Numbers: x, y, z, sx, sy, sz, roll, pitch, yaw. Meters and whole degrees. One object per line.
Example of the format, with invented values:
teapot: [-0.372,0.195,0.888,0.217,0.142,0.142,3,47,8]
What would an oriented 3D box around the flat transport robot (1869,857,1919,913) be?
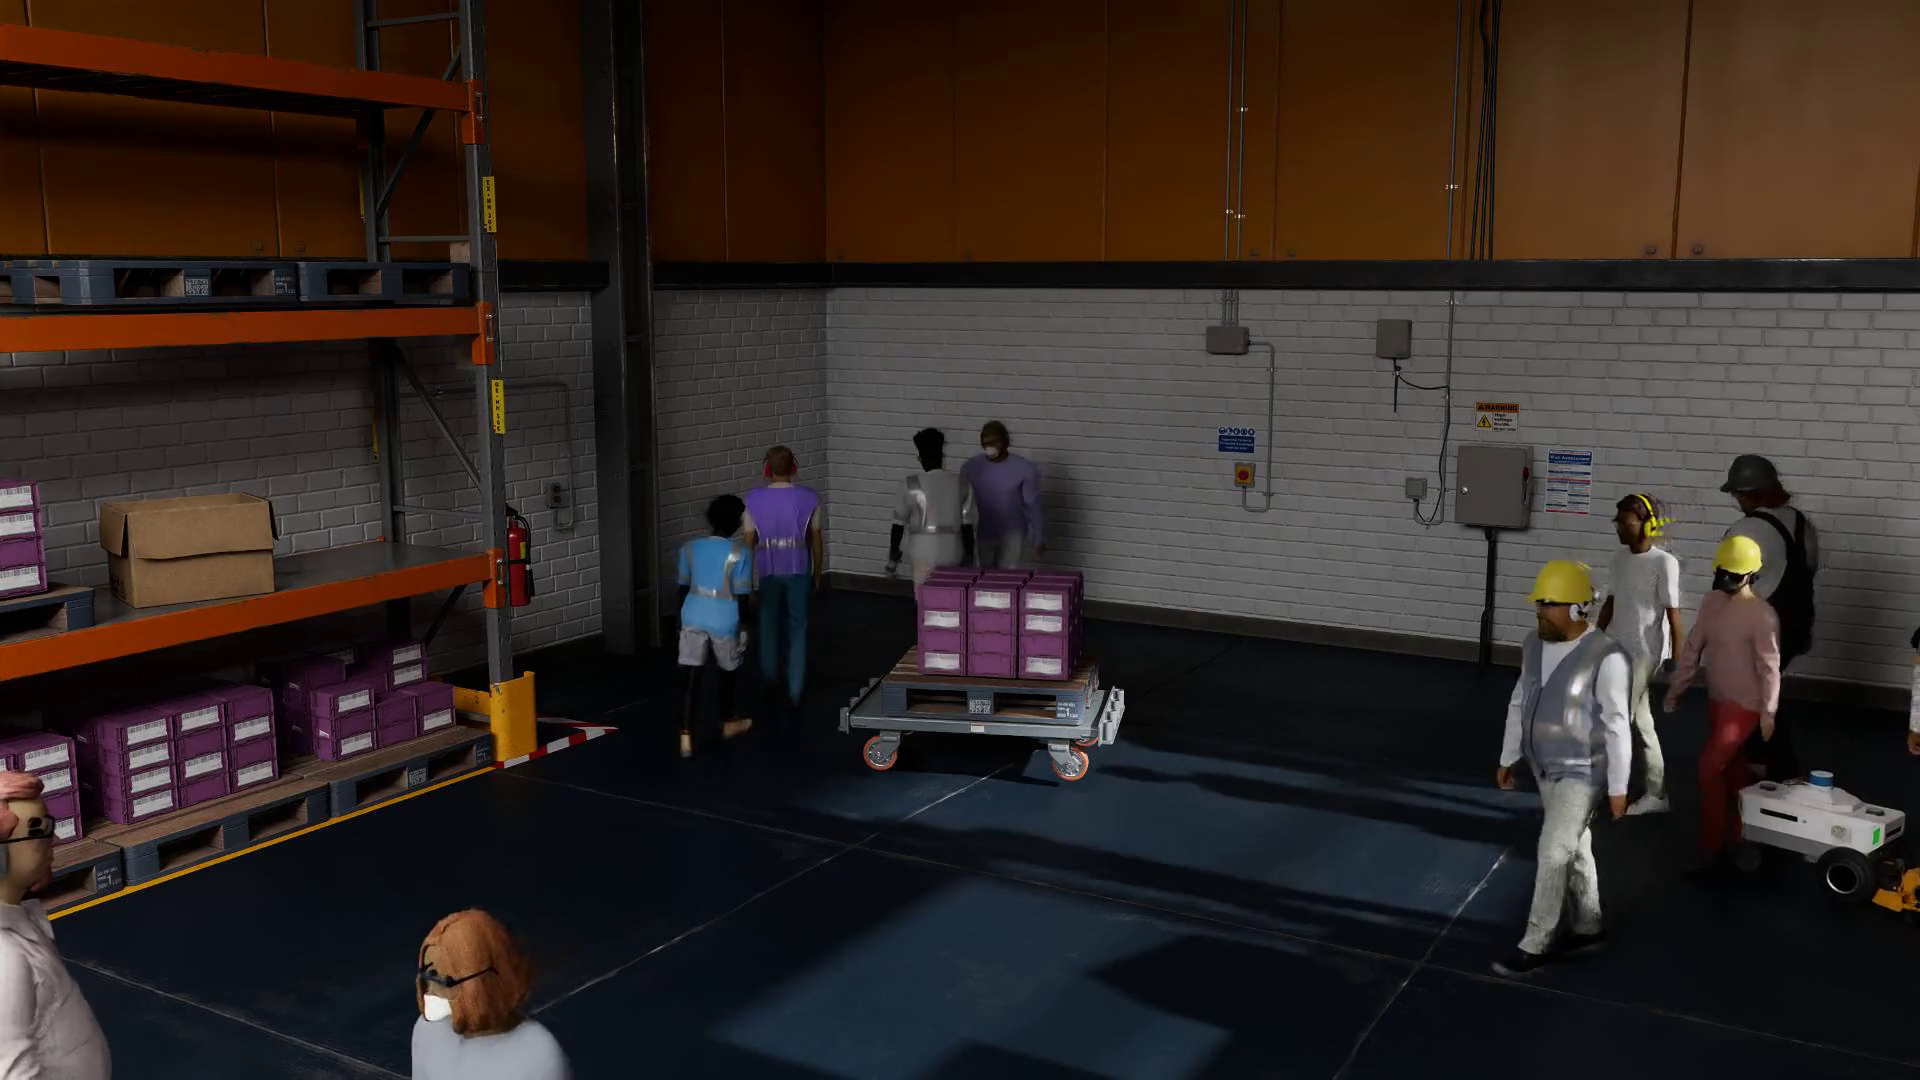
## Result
flat transport robot: [4.925,1.705,7.484,0.652,0.197,1.431,-4,10,-25]

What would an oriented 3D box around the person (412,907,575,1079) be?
person: [-1.136,1.632,3.816,0.534,1.590,0.842,7,11,37]

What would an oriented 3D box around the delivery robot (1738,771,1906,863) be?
delivery robot: [4.267,1.392,8.267,0.477,0.478,0.707,-7,12,-39]

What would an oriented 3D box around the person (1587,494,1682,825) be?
person: [3.608,0.665,9.142,0.934,1.826,0.532,-2,9,-11]

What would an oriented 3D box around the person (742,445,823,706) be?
person: [-1.247,0.248,11.753,0.562,1.826,0.585,-1,9,-5]

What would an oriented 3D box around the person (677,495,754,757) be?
person: [-1.570,0.535,10.533,0.589,1.640,0.853,3,10,18]

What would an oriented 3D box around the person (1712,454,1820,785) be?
person: [4.749,0.473,9.670,0.700,2.000,0.850,-4,10,-25]

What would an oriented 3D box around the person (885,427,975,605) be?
person: [-0.162,0.138,12.216,0.625,1.918,1.004,-4,10,-25]

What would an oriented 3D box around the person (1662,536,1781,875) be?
person: [3.820,0.830,8.390,0.643,1.733,0.563,-1,9,-6]

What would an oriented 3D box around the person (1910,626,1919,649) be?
person: [6.059,0.500,9.838,0.634,1.955,0.759,-6,11,-31]

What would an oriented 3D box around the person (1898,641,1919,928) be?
person: [4.842,0.843,7.884,1.031,1.884,0.554,-5,11,-30]

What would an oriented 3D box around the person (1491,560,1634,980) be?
person: [2.554,0.984,7.228,0.791,1.796,0.620,-3,10,-17]

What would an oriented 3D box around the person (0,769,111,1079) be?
person: [-2.188,1.467,3.885,0.403,1.906,0.651,-7,12,-39]

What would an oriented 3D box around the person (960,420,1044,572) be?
person: [0.344,-0.038,13.364,0.672,1.896,0.927,3,9,16]
